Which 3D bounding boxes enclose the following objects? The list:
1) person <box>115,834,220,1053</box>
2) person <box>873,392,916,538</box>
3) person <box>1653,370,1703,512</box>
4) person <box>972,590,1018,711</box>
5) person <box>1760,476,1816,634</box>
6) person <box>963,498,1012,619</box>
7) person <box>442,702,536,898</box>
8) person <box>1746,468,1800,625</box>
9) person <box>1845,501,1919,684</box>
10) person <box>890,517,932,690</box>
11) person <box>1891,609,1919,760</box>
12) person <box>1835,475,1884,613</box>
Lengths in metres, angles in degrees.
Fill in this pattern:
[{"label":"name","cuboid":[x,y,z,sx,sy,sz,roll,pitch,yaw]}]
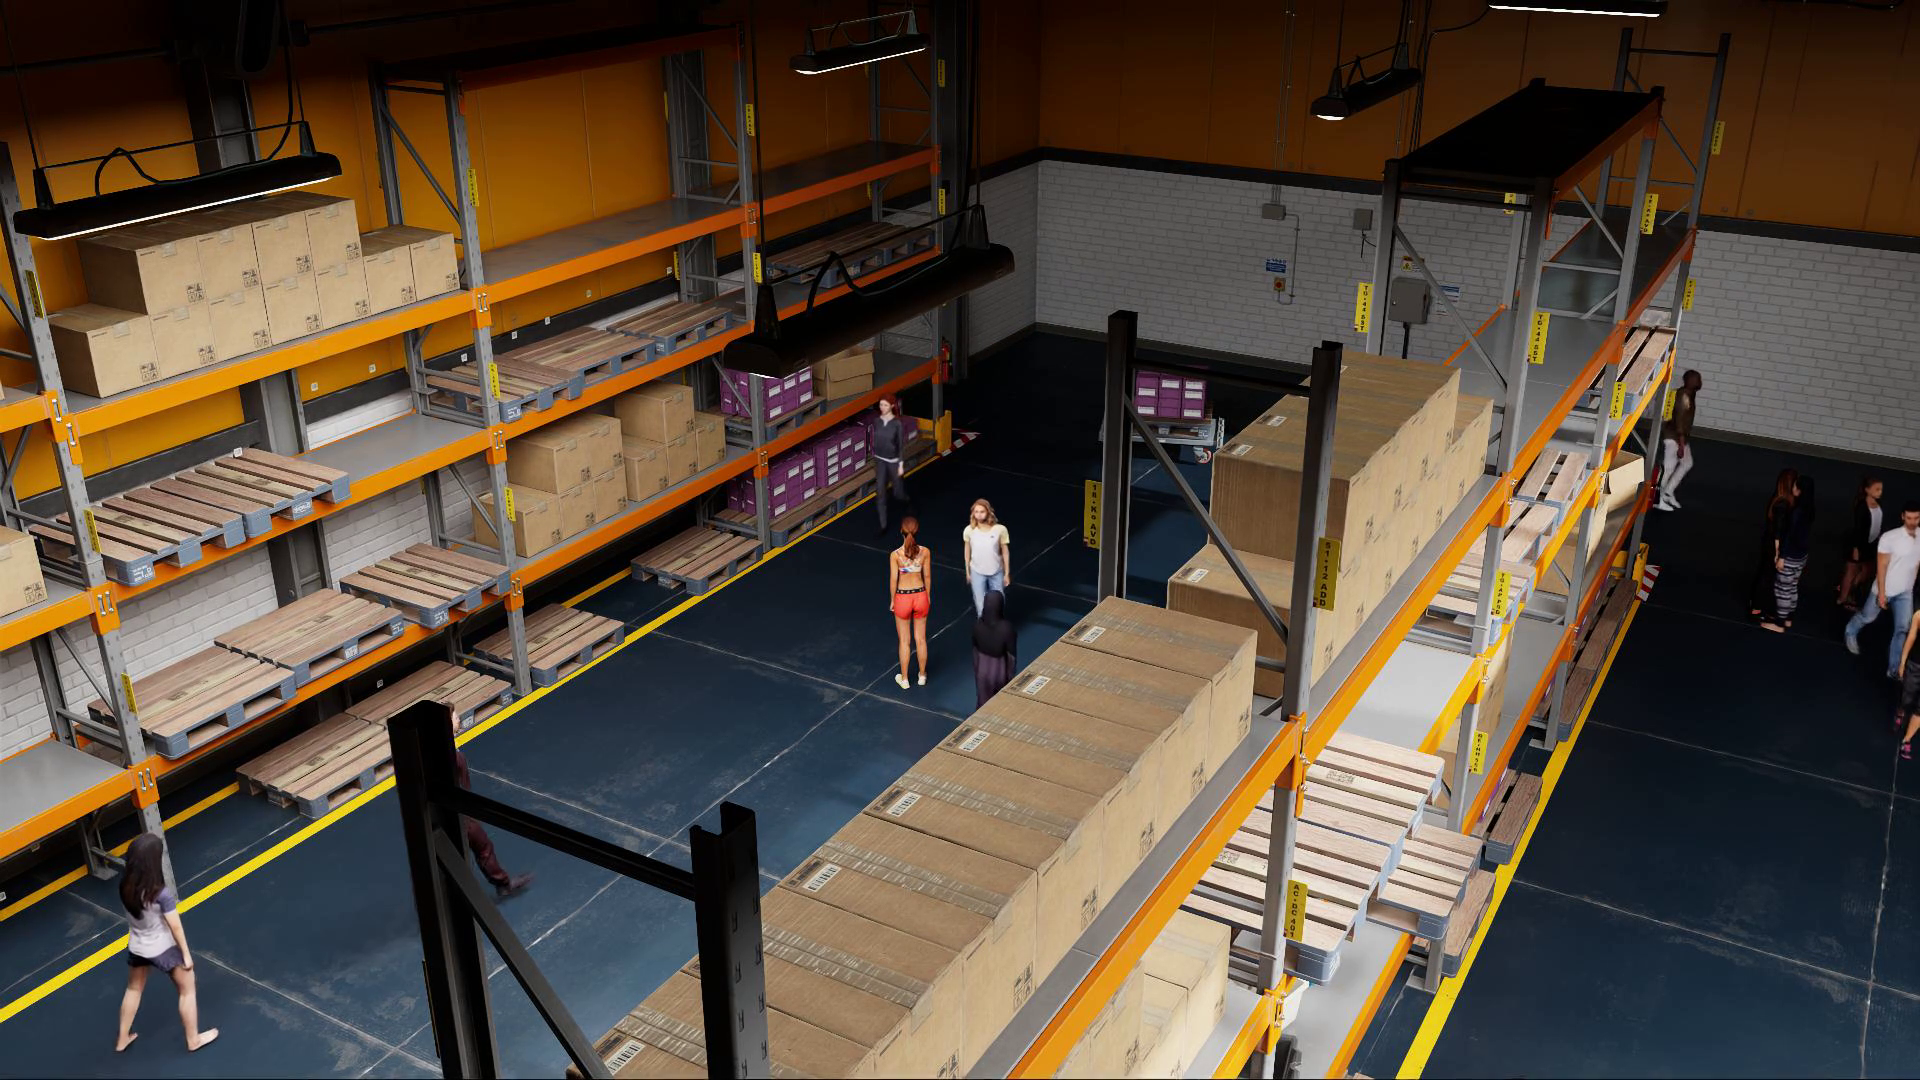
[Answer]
[{"label":"person","cuboid":[-5.509,2.780,11.421,0.877,1.697,0.783,7,25,17]},{"label":"person","cuboid":[-0.813,-0.928,19.829,0.572,1.756,0.972,13,27,28]},{"label":"person","cuboid":[8.737,-1.238,20.470,0.797,1.810,0.558,13,27,28]},{"label":"person","cuboid":[0.284,1.223,15.092,0.657,1.607,0.772,10,26,22]},{"label":"person","cuboid":[8.737,0.138,17.419,0.558,1.733,0.719,-20,31,-38]},{"label":"person","cuboid":[0.289,0.331,17.017,0.812,1.702,0.921,2,24,4]},{"label":"person","cuboid":[-3.988,2.122,12.778,1.270,1.814,1.007,-17,29,-34]},{"label":"person","cuboid":[8.631,0.042,17.663,0.696,1.713,0.522,8,25,17]},{"label":"person","cuboid":[9.250,0.448,16.611,1.084,1.811,1.332,0,24,-1]},{"label":"person","cuboid":[-0.477,0.611,16.264,0.673,1.792,0.733,-6,24,-14]},{"label":"person","cuboid":[8.794,1.138,15.156,0.610,1.713,0.796,10,26,22]},{"label":"person","cuboid":[9.652,0.013,17.940,0.670,1.544,0.730,-11,26,-24]}]
